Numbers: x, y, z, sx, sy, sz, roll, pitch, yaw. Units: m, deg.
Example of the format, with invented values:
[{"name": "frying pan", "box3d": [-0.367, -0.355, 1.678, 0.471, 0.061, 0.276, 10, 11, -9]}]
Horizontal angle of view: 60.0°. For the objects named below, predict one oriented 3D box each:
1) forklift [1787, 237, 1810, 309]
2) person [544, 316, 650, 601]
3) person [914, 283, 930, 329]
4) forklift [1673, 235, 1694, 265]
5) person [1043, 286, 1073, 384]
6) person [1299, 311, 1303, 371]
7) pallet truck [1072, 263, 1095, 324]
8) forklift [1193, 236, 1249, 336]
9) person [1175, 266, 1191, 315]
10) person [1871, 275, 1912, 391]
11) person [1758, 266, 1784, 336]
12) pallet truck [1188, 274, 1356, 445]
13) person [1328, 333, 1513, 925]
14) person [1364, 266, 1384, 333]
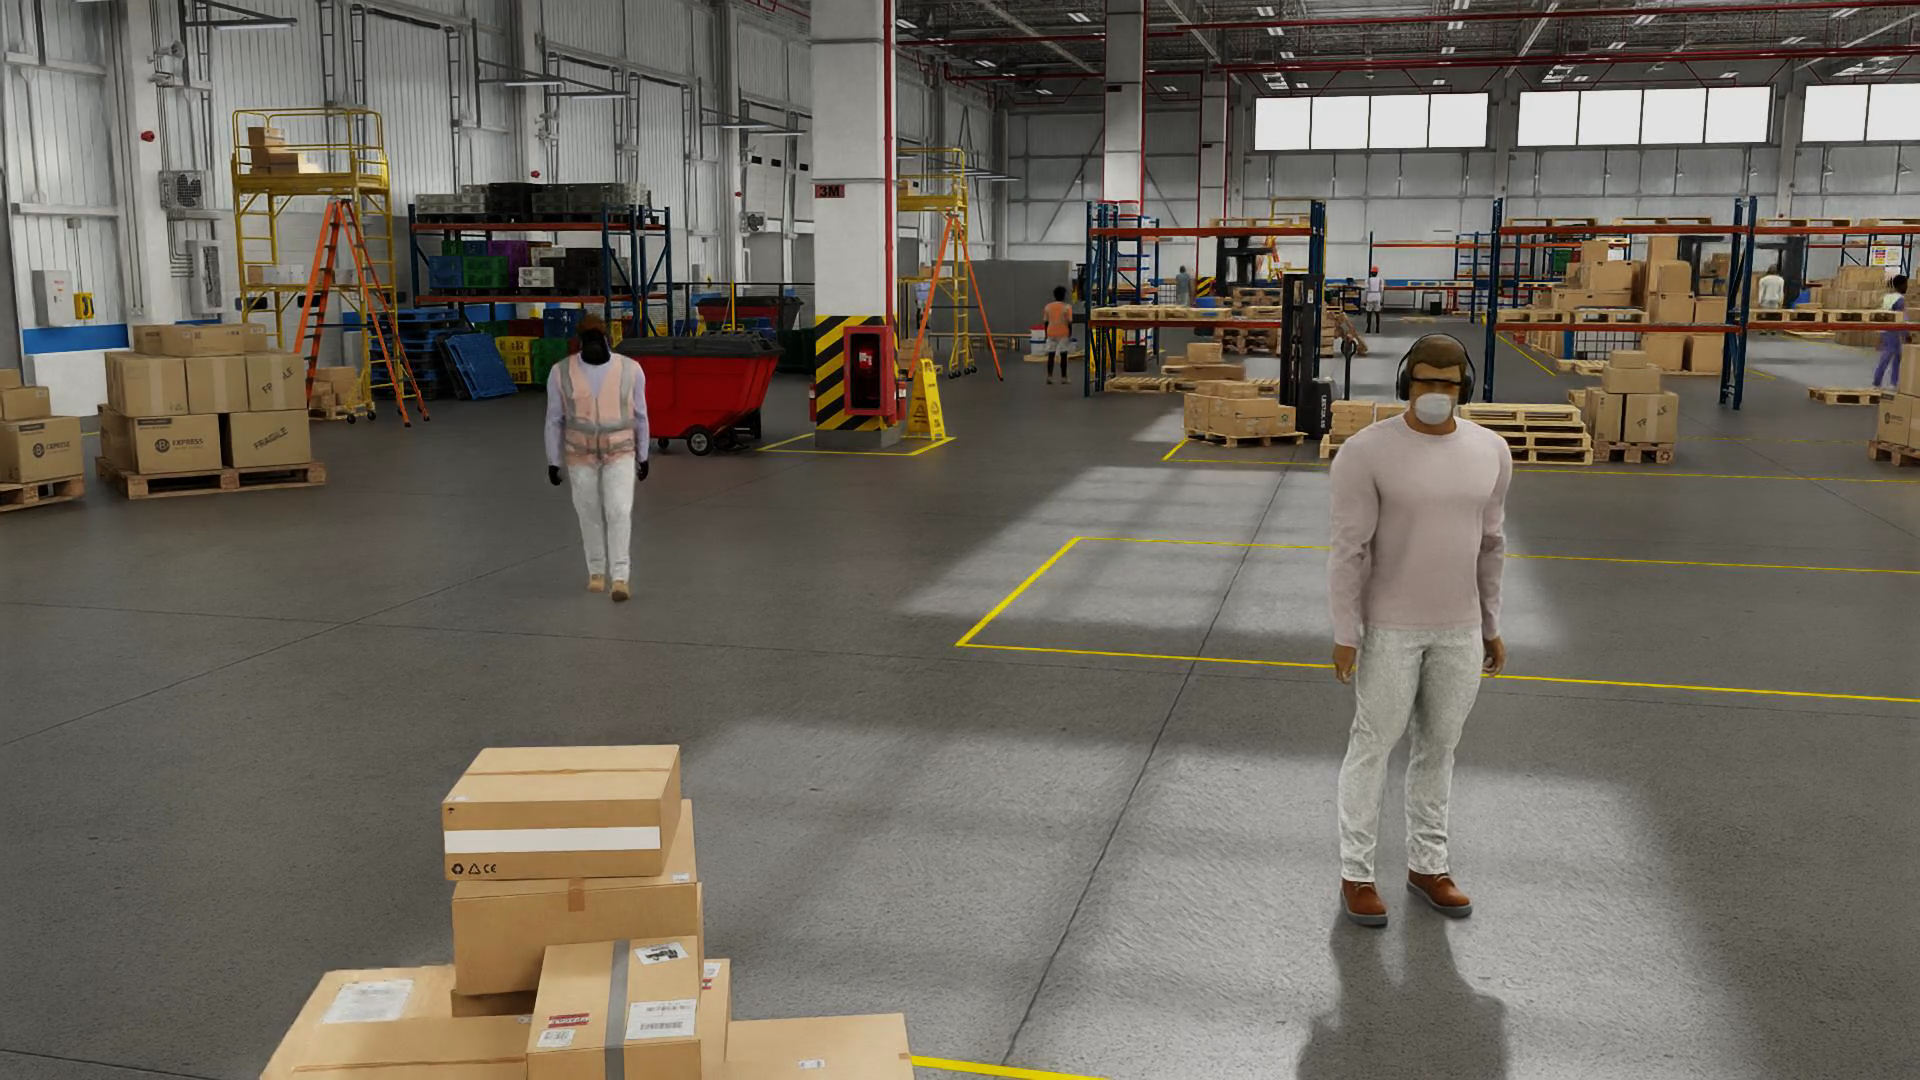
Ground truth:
[{"name": "forklift", "box3d": [26.440, -8.212, 52.758, 1.873, 2.768, 1.129, 2, 10, 14]}, {"name": "person", "box3d": [-2.303, -0.507, 10.565, 0.652, 1.799, 0.915, -2, 10, -9]}, {"name": "person", "box3d": [-1.134, -7.381, 50.668, 0.544, 1.930, 0.388, -5, 11, -29]}, {"name": "forklift", "box3d": [21.182, -7.585, 49.064, 1.873, 2.768, 1.129, 0, 10, 0]}, {"name": "person", "box3d": [1.697, -3.525, 28.630, 0.540, 1.697, 0.317, 5, 11, 25]}, {"name": "person", "box3d": [6.735, -4.117, 32.027, 0.482, 1.735, 0.347, -8, 13, -40]}, {"name": "pallet truck", "box3d": [4.325, -8.180, 55.162, 0.823, 1.965, 1.885, 6, 11, 31]}, {"name": "forklift", "box3d": [7.292, -6.862, 44.808, 1.129, 2.768, 1.873, -6, 11, -32]}, {"name": "person", "box3d": [7.575, -8.398, 56.788, 0.640, 1.892, 0.940, -4, 10, -20]}, {"name": "person", "box3d": [15.350, -3.377, 27.208, 0.768, 1.892, 0.606, 2, 10, 14]}, {"name": "person", "box3d": [22.625, -6.671, 46.451, 0.628, 1.940, 0.377, 2, 10, 9]}, {"name": "pallet truck", "box3d": [3.653, -2.138, 19.590, 1.885, 1.965, 0.823, -4, 10, -20]}, {"name": "person", "box3d": [1.500, 0.293, 5.455, 0.635, 1.935, 0.349, -2, 10, -14]}, {"name": "person", "box3d": [11.942, -6.939, 48.032, 0.544, 1.939, 0.354, 0, 10, 1]}]
